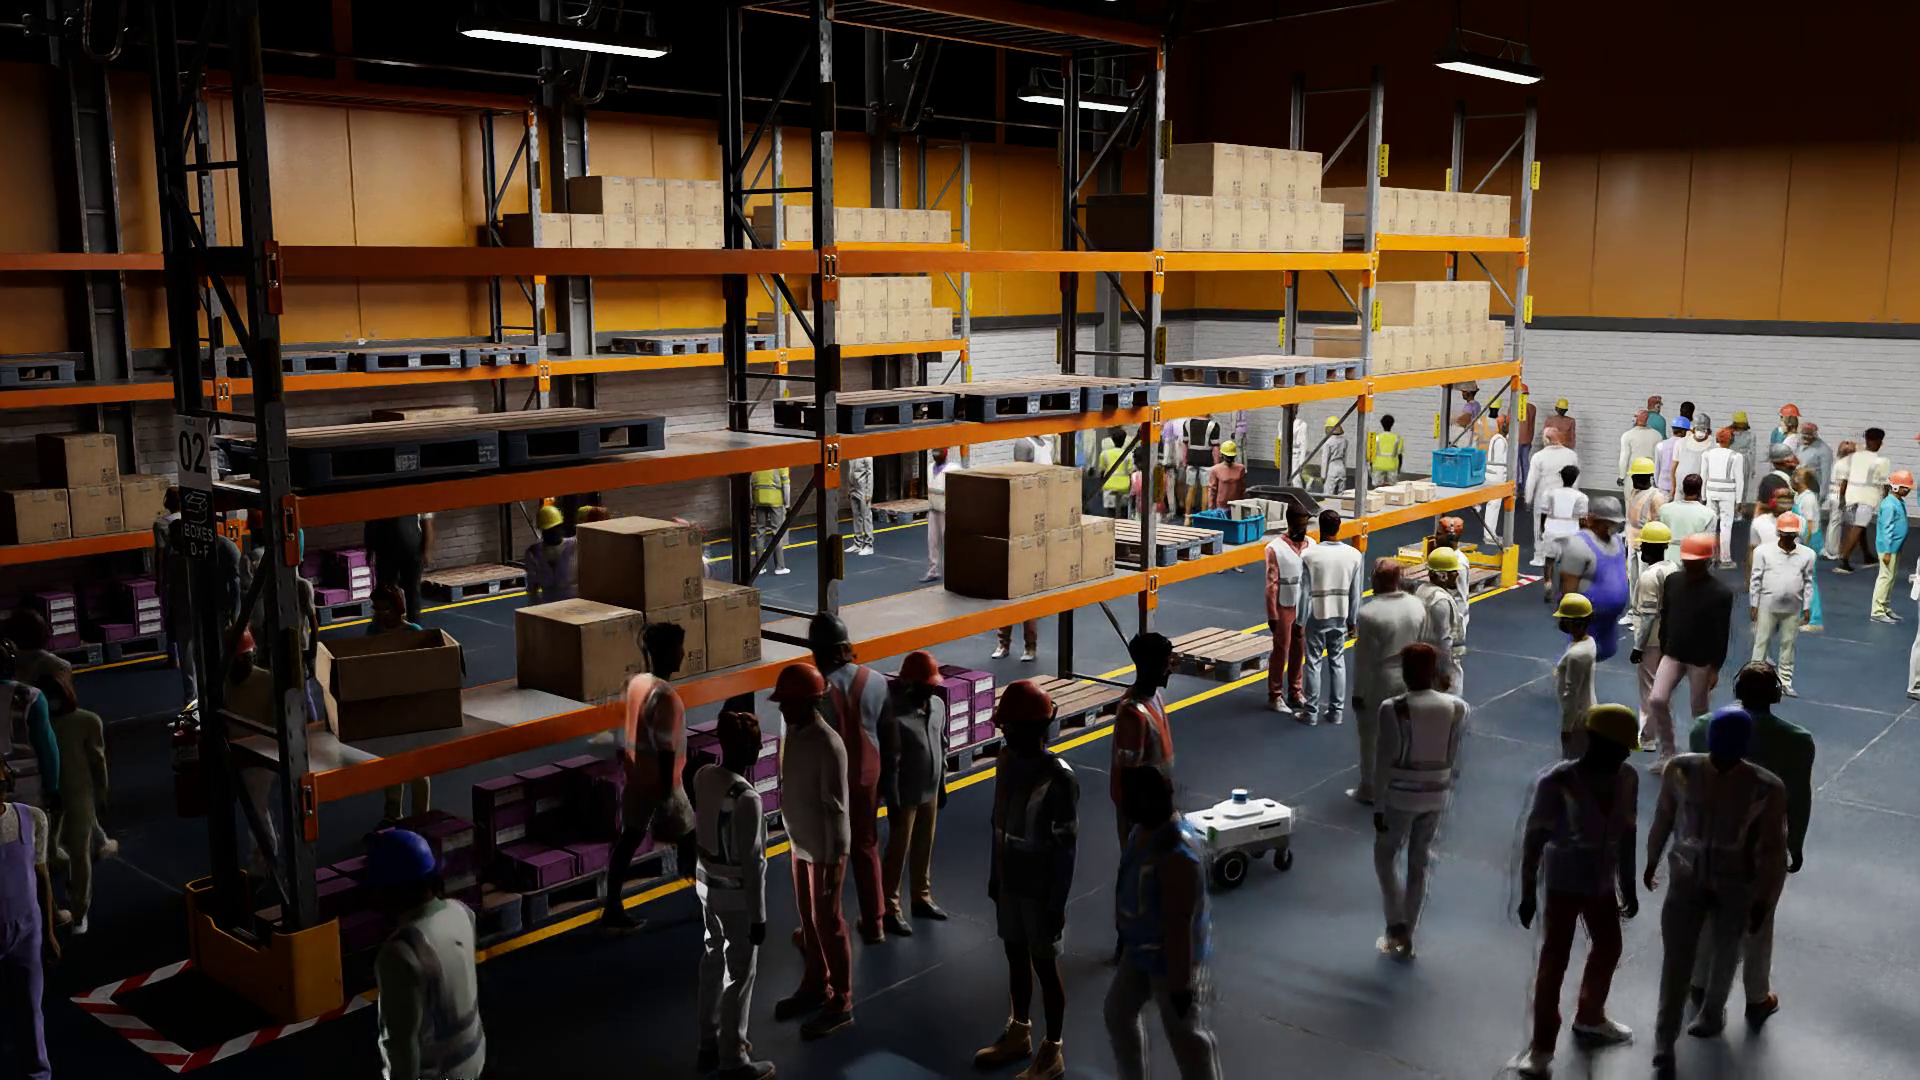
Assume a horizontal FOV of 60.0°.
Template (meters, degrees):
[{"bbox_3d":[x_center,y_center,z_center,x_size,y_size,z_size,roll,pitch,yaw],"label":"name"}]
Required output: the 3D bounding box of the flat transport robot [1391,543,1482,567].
[{"bbox_3d":[6.421,0.183,22.463,0.652,0.197,1.431,9,13,42],"label":"flat transport robot"}]

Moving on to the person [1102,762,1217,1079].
[{"bbox_3d":[0.888,1.905,7.627,0.691,1.801,0.654,-1,10,-5],"label":"person"}]

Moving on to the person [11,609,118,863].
[{"bbox_3d":[-6.068,1.342,11.020,0.502,1.801,0.735,1,10,4],"label":"person"}]

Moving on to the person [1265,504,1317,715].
[{"bbox_3d":[2.981,0.613,15.029,0.599,1.909,0.402,-7,12,-35],"label":"person"}]

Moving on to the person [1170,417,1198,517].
[{"bbox_3d":[3.596,-1.293,26.455,0.671,1.916,0.358,2,10,13],"label":"person"}]

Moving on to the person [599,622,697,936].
[{"bbox_3d":[-1.790,1.428,10.135,1.011,1.910,0.628,-7,12,-36],"label":"person"}]

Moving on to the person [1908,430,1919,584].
[{"bbox_3d":[12.209,-0.449,21.006,0.428,2.032,0.608,5,11,30],"label":"person"}]

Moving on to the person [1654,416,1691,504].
[{"bbox_3d":[9.892,-0.738,23.000,0.403,1.937,0.604,-7,12,-34],"label":"person"}]

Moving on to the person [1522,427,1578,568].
[{"bbox_3d":[7.810,-0.562,22.061,0.679,1.892,0.458,-2,10,-11],"label":"person"}]

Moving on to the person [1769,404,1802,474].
[{"bbox_3d":[12.076,-0.999,24.386,0.382,1.993,0.622,0,10,3],"label":"person"}]

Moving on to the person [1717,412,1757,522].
[{"bbox_3d":[12.156,-1.148,26.101,0.604,1.724,0.389,7,12,37],"label":"person"}]

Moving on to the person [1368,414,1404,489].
[{"bbox_3d":[6.688,-1.140,26.161,0.539,1.684,0.361,1,10,7],"label":"person"}]

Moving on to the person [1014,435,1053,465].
[{"bbox_3d":[1.041,-0.811,23.130,0.535,2.000,0.683,5,11,28],"label":"person"}]

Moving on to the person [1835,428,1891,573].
[{"bbox_3d":[11.873,-0.520,21.808,1.012,1.903,0.624,-4,10,-22],"label":"person"}]

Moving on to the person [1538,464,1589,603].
[{"bbox_3d":[7.139,-0.059,19.740,0.563,1.670,0.737,4,10,23],"label":"person"}]

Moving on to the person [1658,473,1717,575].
[{"bbox_3d":[7.441,0.270,17.088,0.400,1.908,0.589,-9,13,-44],"label":"person"}]

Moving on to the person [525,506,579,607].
[{"bbox_3d":[-3.616,0.614,15.049,0.600,1.894,0.541,1,10,8],"label":"person"}]

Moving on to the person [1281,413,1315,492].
[{"bbox_3d":[5.763,-1.681,28.720,0.683,1.907,0.597,1,10,6],"label":"person"}]

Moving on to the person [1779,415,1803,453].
[{"bbox_3d":[11.639,-0.793,23.357,0.363,1.933,0.631,8,12,39],"label":"person"}]

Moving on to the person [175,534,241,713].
[{"bbox_3d":[-6.676,0.639,14.771,0.635,1.938,0.360,2,10,11],"label":"person"}]

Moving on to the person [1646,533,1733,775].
[{"bbox_3d":[5.672,0.920,12.971,0.602,1.971,0.639,-6,11,-33],"label":"person"}]

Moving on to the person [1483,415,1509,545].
[{"bbox_3d":[7.763,-0.870,23.986,0.354,1.876,0.572,2,10,12],"label":"person"}]

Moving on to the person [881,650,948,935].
[{"bbox_3d":[-0.252,1.517,10.124,0.370,1.742,0.565,8,12,38],"label":"person"}]

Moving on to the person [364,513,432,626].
[{"bbox_3d":[-5.979,0.098,17.697,0.713,2.000,0.565,-3,10,-19],"label":"person"}]

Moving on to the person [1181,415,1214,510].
[{"bbox_3d":[3.892,-1.242,26.954,0.634,1.615,0.519,9,13,43],"label":"person"}]

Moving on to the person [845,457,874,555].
[{"bbox_3d":[-1.404,-0.661,23.120,0.323,1.743,0.489,-7,12,-38],"label":"person"}]

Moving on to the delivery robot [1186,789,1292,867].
[{"bbox_3d":[1.856,1.904,11.067,0.707,0.478,0.477,-5,11,-29],"label":"delivery robot"}]

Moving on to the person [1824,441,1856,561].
[{"bbox_3d":[12.010,-0.535,22.679,0.311,1.638,0.523,3,10,19],"label":"person"}]

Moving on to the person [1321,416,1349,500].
[{"bbox_3d":[5.651,-1.005,25.201,0.485,1.737,0.321,-5,11,-29],"label":"person"}]

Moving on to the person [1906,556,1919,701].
[{"bbox_3d":[9.039,0.588,15.394,0.559,1.836,0.394,-6,11,-33],"label":"person"}]

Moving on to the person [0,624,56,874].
[{"bbox_3d":[-6.209,1.383,11.054,0.540,1.695,0.317,7,12,36],"label":"person"}]

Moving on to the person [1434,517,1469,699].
[{"bbox_3d":[4.218,0.728,14.408,0.354,1.883,0.573,1,10,5],"label":"person"}]

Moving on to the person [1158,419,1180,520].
[{"bbox_3d":[3.198,-1.116,26.153,0.523,1.636,0.311,0,10,1],"label":"person"}]

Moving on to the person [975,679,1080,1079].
[{"bbox_3d":[0.322,1.685,8.216,0.374,2.043,0.613,-6,11,-33],"label":"person"}]

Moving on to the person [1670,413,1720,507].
[{"bbox_3d":[10.014,-0.729,22.636,0.680,2.000,0.535,7,12,35],"label":"person"}]

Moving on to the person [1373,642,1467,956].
[{"bbox_3d":[2.674,1.516,9.766,0.578,1.860,0.393,-2,10,-10],"label":"person"}]

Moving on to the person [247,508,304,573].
[{"bbox_3d":[-7.150,0.204,17.432,0.392,1.920,0.592,7,12,38],"label":"person"}]

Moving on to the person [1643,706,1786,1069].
[{"bbox_3d":[3.793,1.730,8.435,0.658,1.872,0.999,6,11,33],"label":"person"}]

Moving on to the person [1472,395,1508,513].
[{"bbox_3d":[8.582,-1.380,26.868,0.595,1.927,0.379,3,10,18],"label":"person"}]

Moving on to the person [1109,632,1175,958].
[{"bbox_3d":[1.060,1.485,9.685,0.369,1.961,0.608,3,10,15],"label":"person"}]

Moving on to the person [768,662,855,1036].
[{"bbox_3d":[-0.790,1.617,8.811,0.414,1.985,0.635,-5,11,-29],"label":"person"}]

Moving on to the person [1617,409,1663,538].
[{"bbox_3d":[9.955,-0.966,24.450,0.642,1.909,0.399,-2,10,-10],"label":"person"}]
